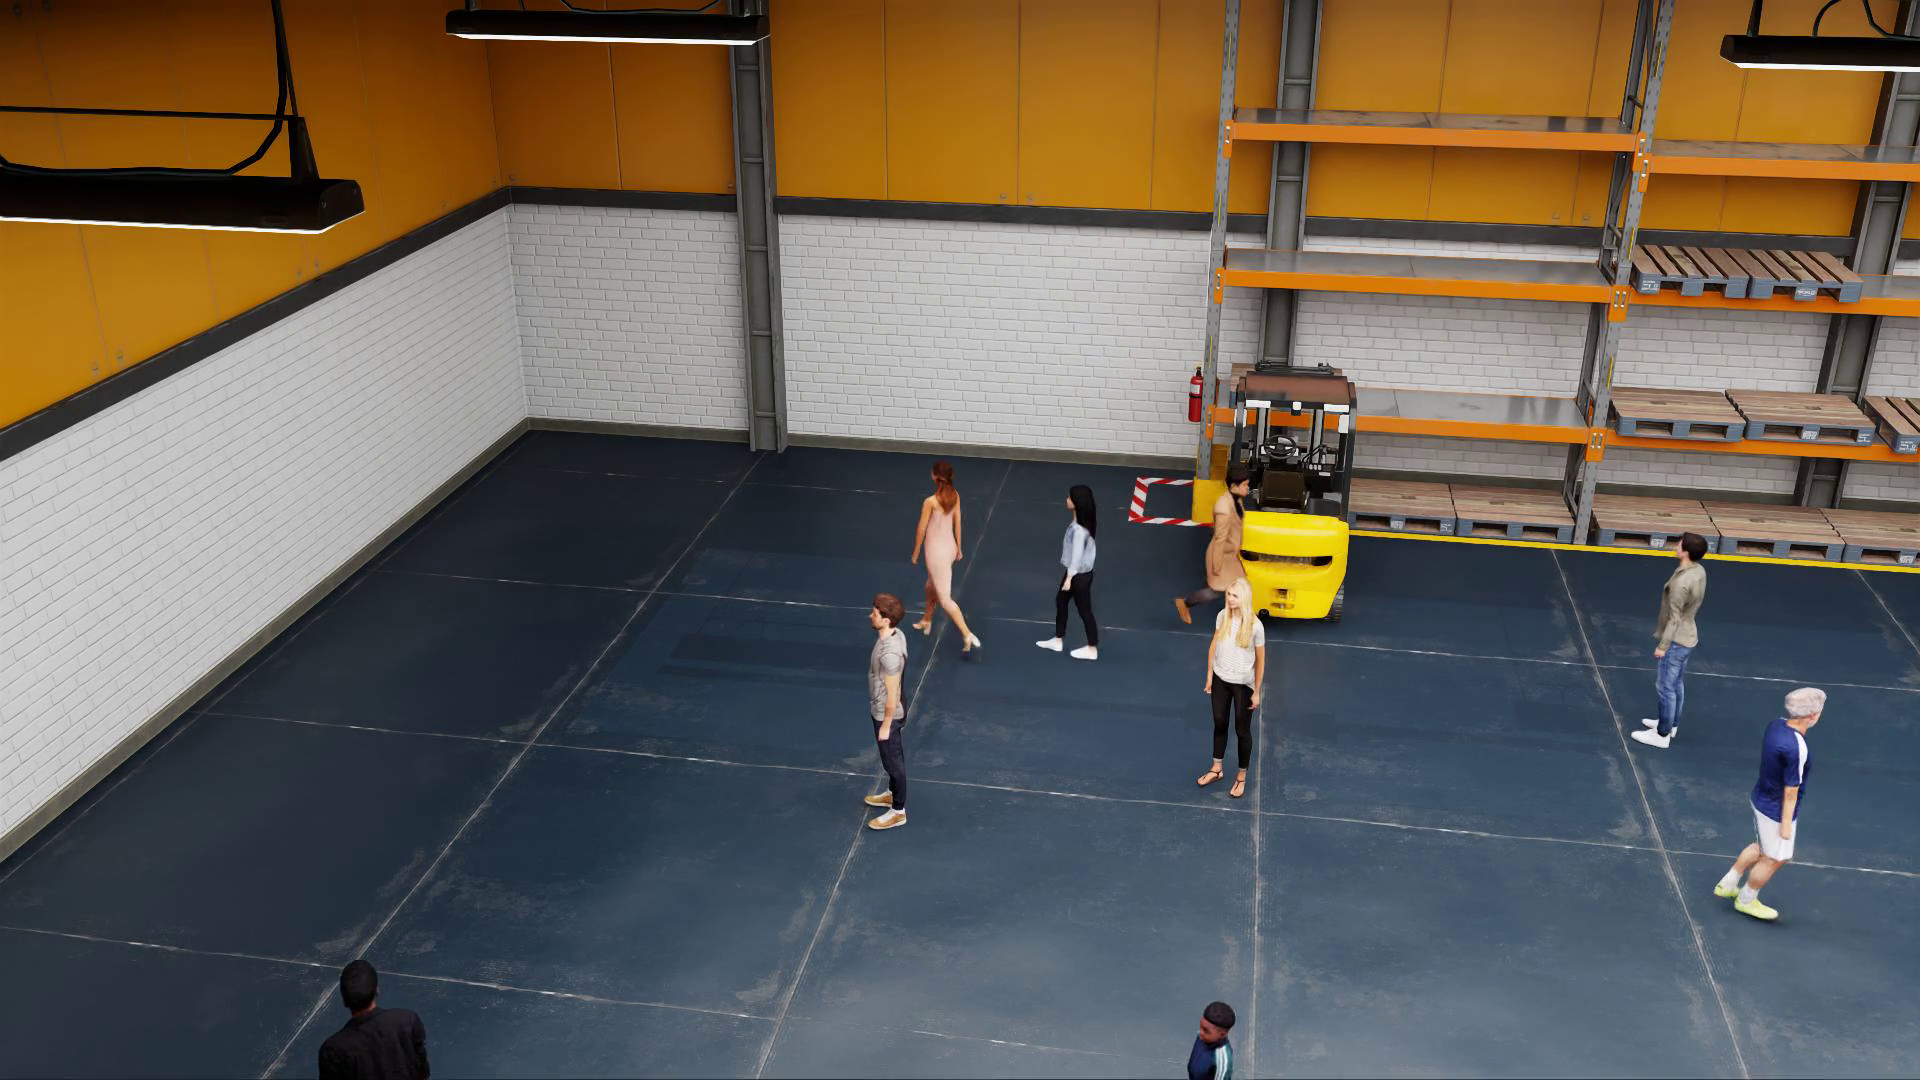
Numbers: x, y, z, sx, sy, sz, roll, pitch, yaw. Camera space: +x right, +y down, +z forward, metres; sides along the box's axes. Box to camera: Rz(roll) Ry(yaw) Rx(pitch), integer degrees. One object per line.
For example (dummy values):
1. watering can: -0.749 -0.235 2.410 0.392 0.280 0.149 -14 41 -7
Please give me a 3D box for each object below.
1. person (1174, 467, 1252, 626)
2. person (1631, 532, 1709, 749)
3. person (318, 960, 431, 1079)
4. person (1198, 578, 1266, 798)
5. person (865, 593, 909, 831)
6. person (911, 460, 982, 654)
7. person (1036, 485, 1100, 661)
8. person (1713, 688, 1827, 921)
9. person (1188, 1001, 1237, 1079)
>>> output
1. person: 2.361 0.115 15.395 1.017 1.702 0.816 11 26 24
2. person: 5.861 0.817 13.586 0.766 1.864 0.788 18 29 35
3. person: -2.972 3.035 8.633 1.150 1.766 1.254 -18 29 -36
4. person: 2.138 1.124 12.931 0.620 1.825 0.750 17 29 33
5. person: -0.536 1.268 12.514 0.658 1.896 0.698 -2 24 -5
6. person: -0.112 0.188 15.112 1.200 1.795 1.011 20 31 38
7. person: 1.157 0.313 14.946 0.799 1.697 0.620 3 24 8
8. person: 5.559 1.832 11.339 0.636 1.805 0.666 6 24 14
9. person: 1.434 3.064 9.211 0.603 1.251 0.594 -6 24 -13
